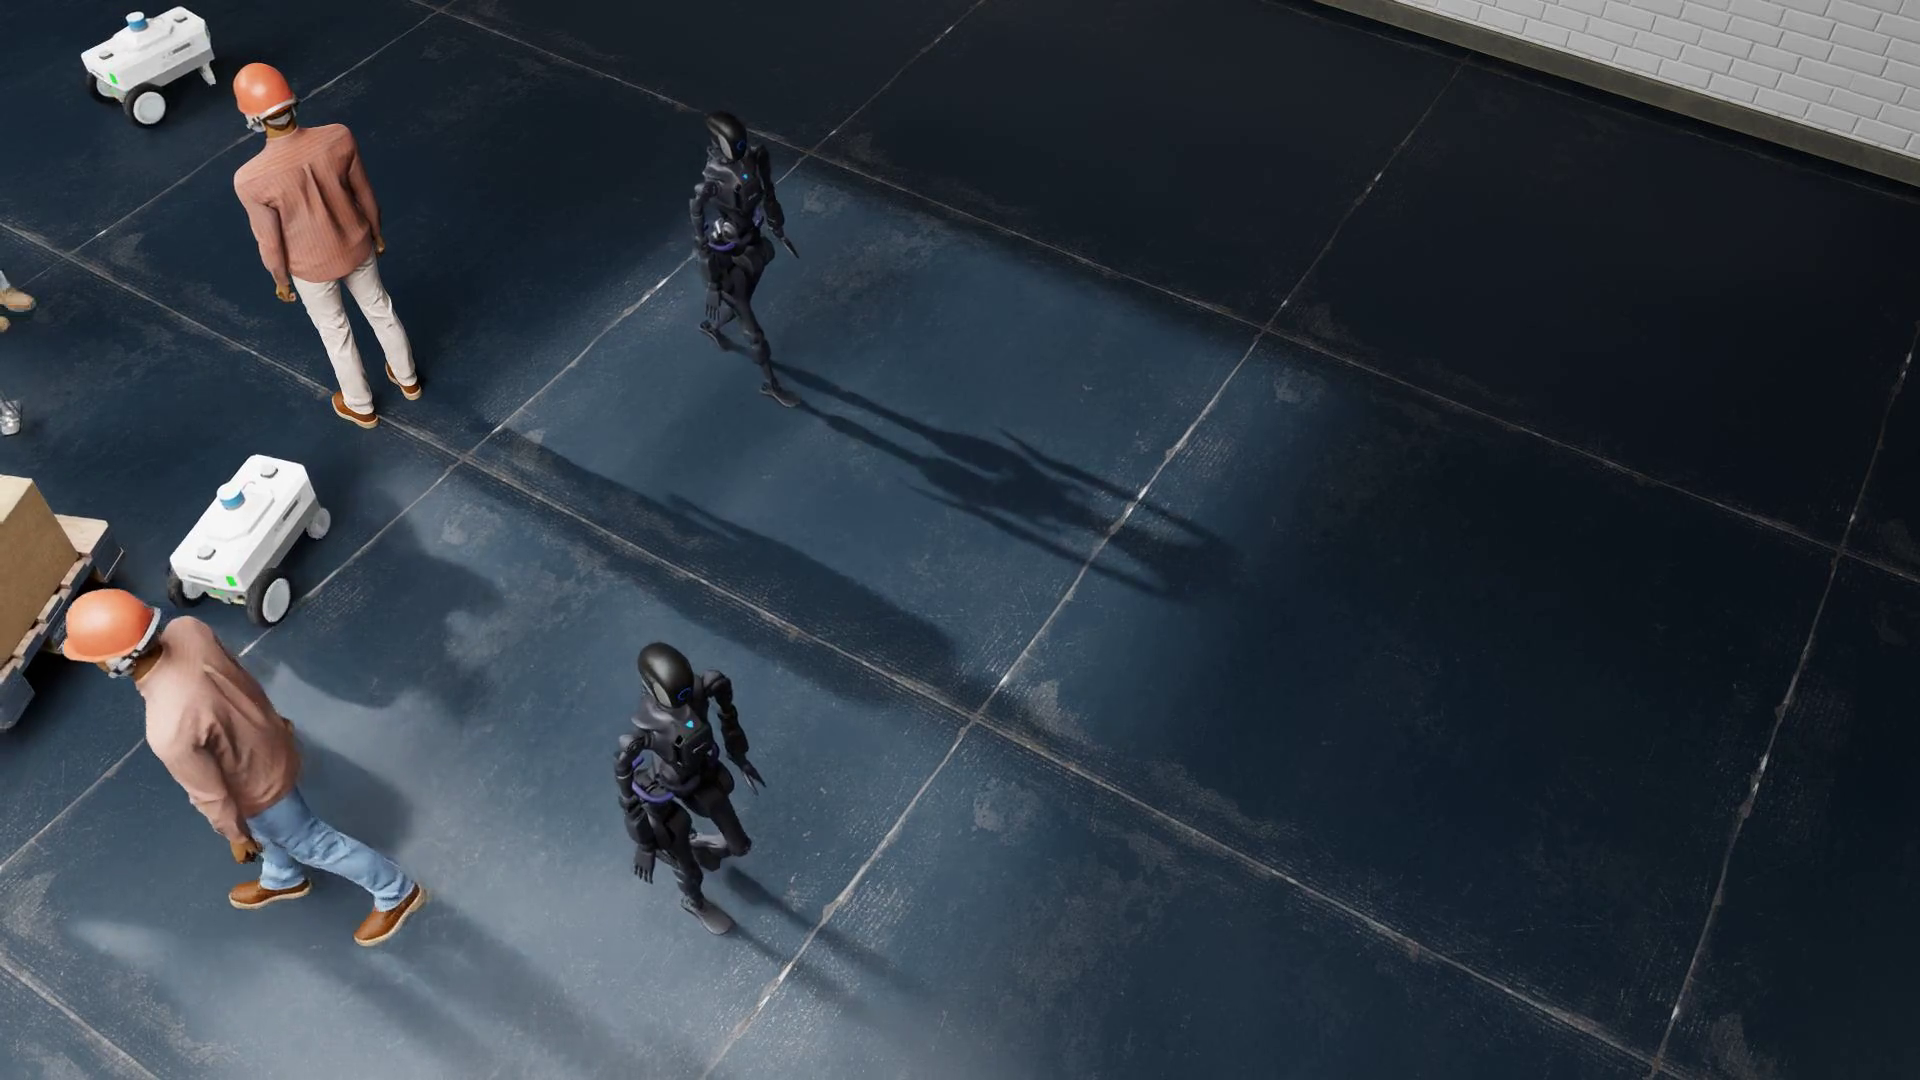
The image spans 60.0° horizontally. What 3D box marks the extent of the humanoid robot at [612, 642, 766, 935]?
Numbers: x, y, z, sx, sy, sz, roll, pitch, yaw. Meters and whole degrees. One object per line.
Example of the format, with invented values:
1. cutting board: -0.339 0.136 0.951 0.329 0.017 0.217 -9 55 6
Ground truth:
1. humanoid robot: -1.040 0.894 6.097 0.431 1.642 0.603 34 57 26

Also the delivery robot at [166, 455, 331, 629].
1. delivery robot: -3.273 0.000 7.638 0.499 0.613 0.811 12 50 11

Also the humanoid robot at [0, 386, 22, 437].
1. humanoid robot: -4.886 -1.066 7.784 0.880 1.743 0.546 33 57 26

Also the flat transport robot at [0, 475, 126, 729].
1. flat transport robot: -4.488 0.429 7.441 0.659 0.231 1.431 7 49 6

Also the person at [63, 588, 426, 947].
1. person: -2.521 0.817 6.004 0.761 1.939 0.626 -14 50 -12

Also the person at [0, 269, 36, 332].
1. person: -5.210 -1.738 8.311 0.540 1.814 0.664 3 49 2

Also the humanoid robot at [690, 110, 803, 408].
1. humanoid robot: -1.113 -1.433 8.176 0.772 1.647 0.601 29 55 23

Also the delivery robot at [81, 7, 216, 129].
1. delivery robot: -4.970 -2.926 10.188 0.502 0.602 0.773 31 56 24

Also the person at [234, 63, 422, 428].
1. person: -2.994 -1.364 7.865 0.379 1.991 0.608 35 58 27
